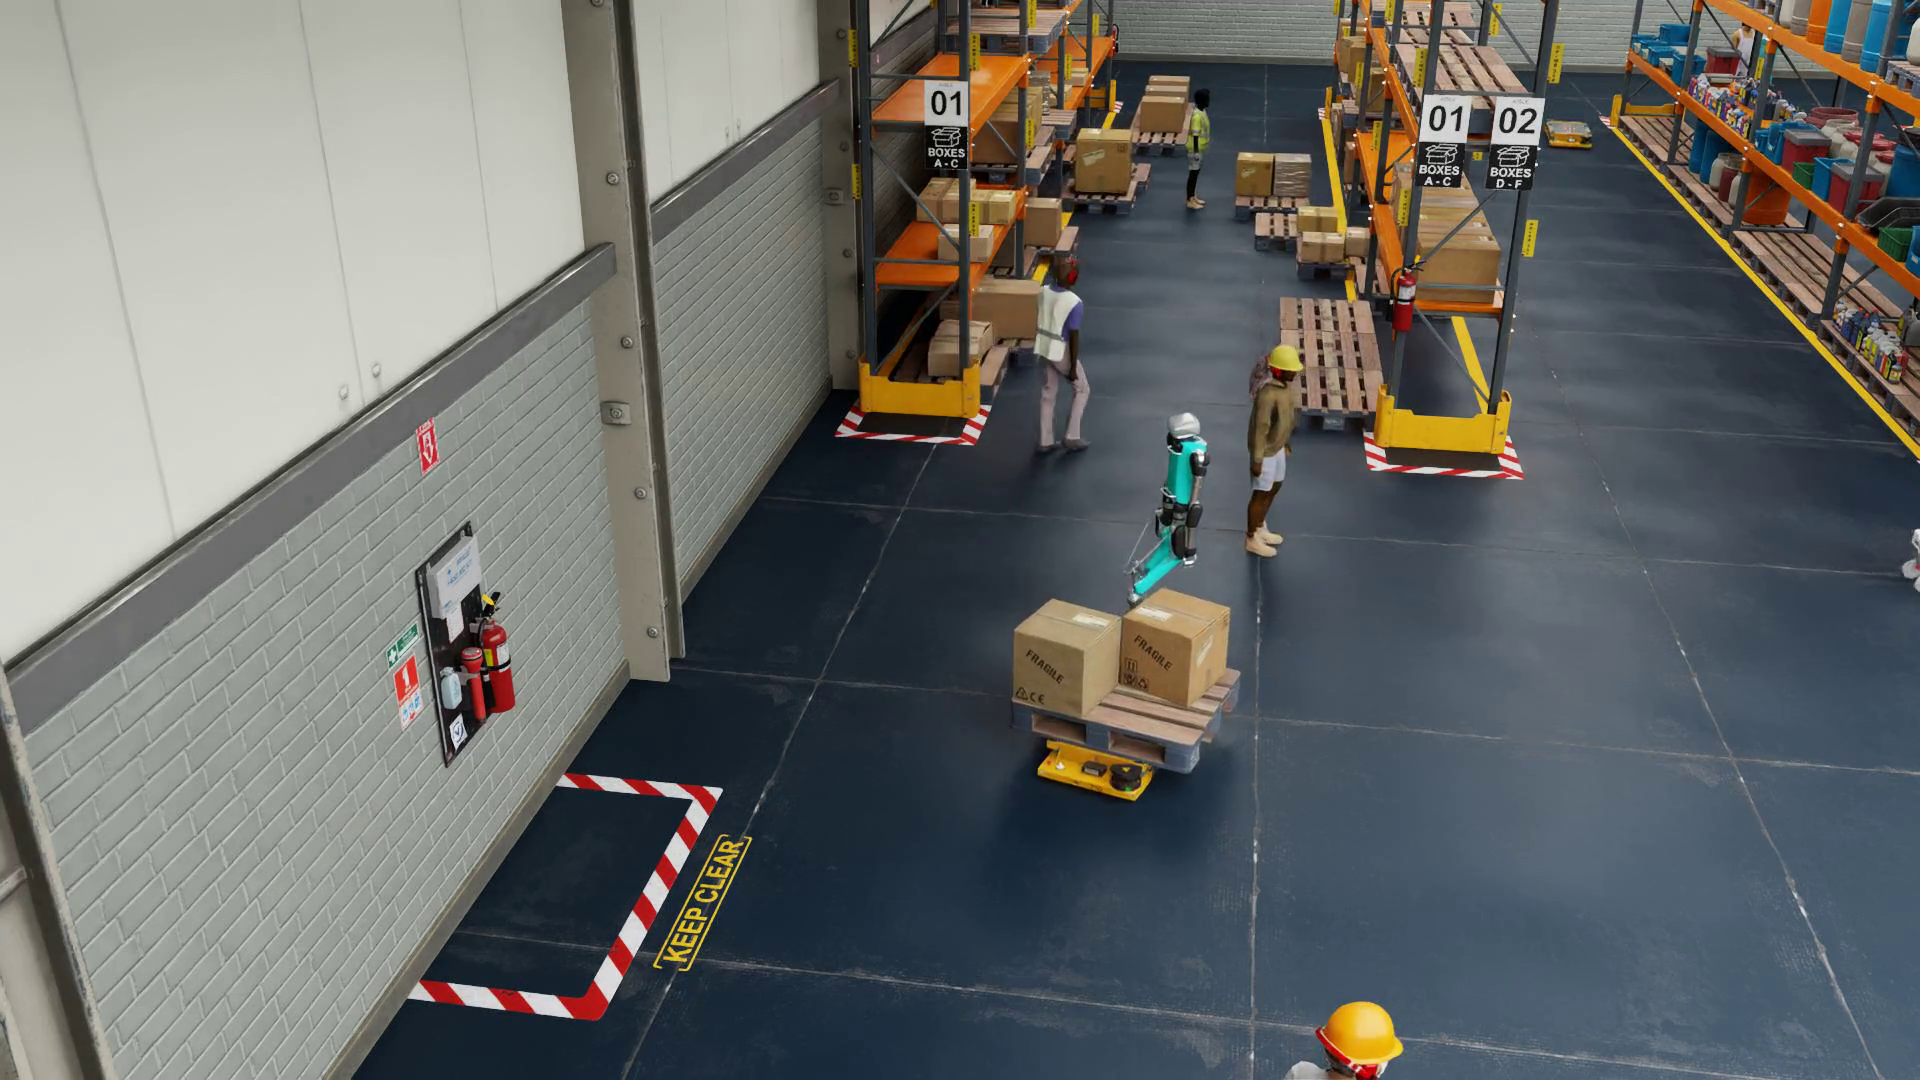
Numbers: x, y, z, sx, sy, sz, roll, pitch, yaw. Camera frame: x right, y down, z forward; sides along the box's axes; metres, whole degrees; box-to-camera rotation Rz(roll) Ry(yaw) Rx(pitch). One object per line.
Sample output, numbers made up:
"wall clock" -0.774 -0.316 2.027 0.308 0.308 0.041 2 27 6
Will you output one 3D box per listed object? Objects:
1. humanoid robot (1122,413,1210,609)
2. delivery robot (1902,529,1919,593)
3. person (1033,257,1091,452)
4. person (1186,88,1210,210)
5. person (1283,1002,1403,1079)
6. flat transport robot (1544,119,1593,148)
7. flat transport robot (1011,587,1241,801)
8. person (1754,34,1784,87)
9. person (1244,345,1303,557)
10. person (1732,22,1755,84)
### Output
"humanoid robot" 1.357 0.010 11.625 0.679 1.815 0.538 -7 26 -14
"delivery robot" 7.713 0.145 12.732 0.807 0.613 0.499 3 25 7
"person" 0.955 -1.683 15.125 0.591 1.820 0.570 -20 32 -37
"person" 3.358 -5.534 23.523 0.320 1.689 0.534 6 26 13
"person" 1.376 2.490 6.119 0.375 1.889 0.571 -17 30 -32
"flat transport robot" 10.224 -6.824 27.963 0.659 0.231 1.431 6 26 13
"flat transport robot" 1.089 1.198 10.793 0.659 0.231 1.431 12 28 24
"person" 15.836 -9.757 32.470 0.303 1.770 0.524 -18 31 -34
"person" 2.451 -0.718 13.145 0.417 1.752 0.568 13 28 25
"person" 13.813 -8.383 29.416 0.516 1.864 0.373 -5 25 -10
